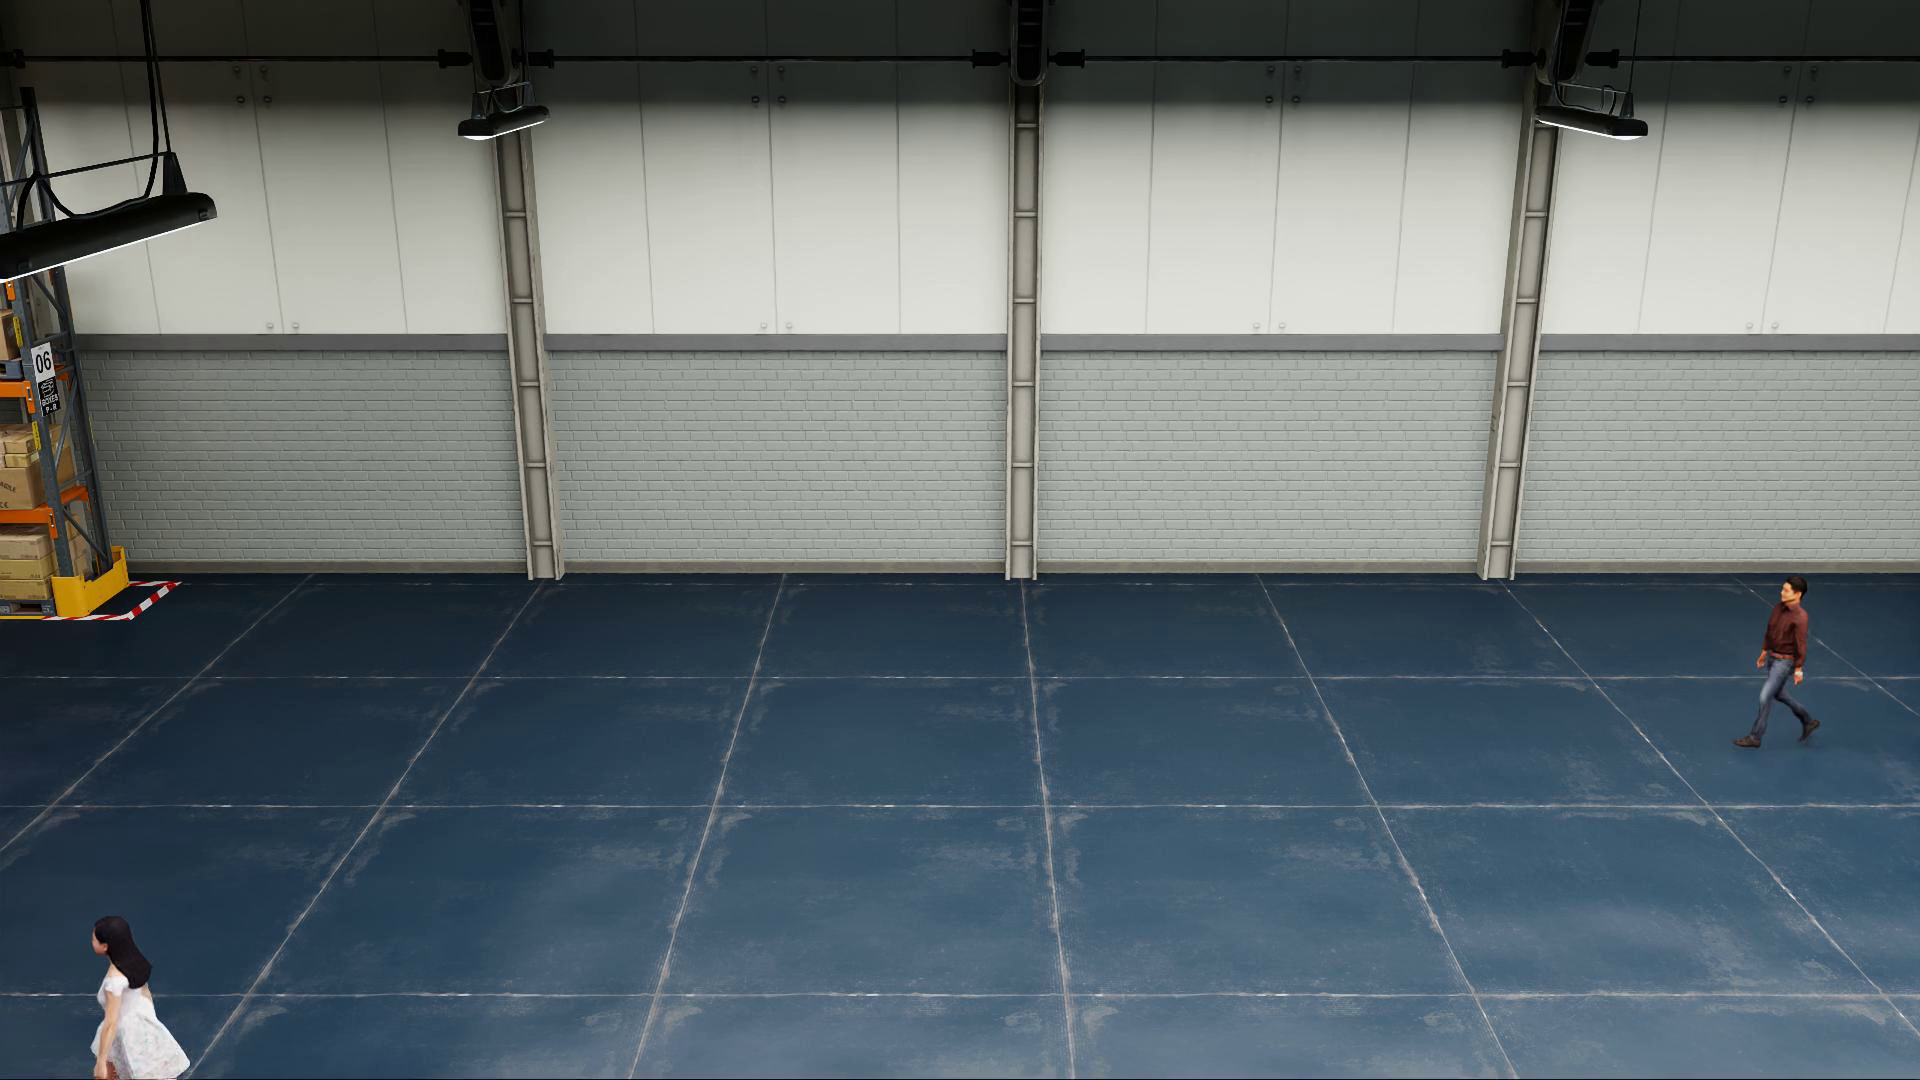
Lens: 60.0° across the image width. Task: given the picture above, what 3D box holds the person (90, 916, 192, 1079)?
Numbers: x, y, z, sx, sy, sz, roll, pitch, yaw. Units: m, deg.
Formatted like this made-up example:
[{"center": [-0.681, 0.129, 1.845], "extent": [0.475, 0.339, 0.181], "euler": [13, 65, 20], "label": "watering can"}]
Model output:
[{"center": [-4.920, 3.093, 10.129], "extent": [1.210, 1.729, 0.784], "euler": [-3, 18, -11], "label": "person"}]

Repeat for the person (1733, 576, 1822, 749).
[{"center": [7.977, 1.183, 15.960], "extent": [1.077, 1.751, 0.645], "euler": [0, 18, -1], "label": "person"}]
